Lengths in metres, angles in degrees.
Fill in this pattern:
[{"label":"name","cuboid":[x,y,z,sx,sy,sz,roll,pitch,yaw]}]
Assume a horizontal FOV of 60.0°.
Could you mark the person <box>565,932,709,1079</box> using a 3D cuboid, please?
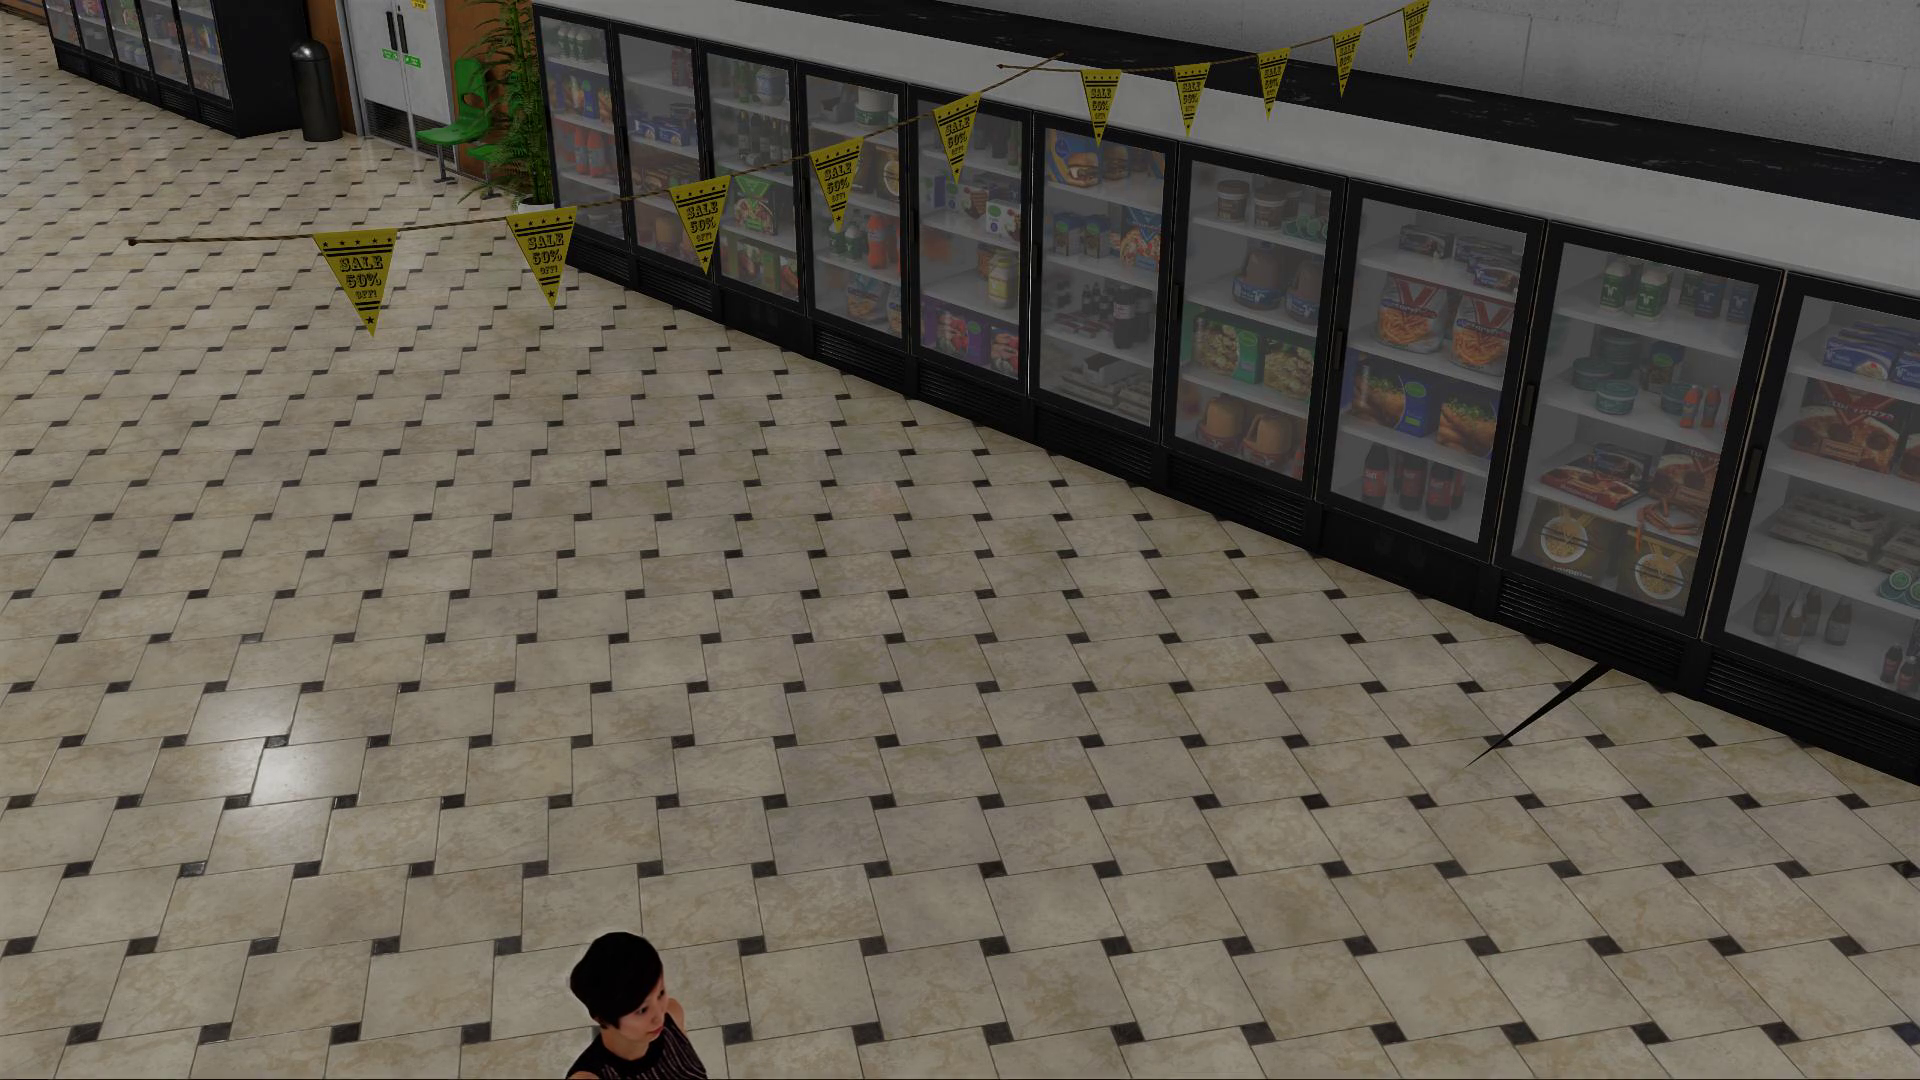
[{"label":"person","cuboid":[-0.764,1.594,4.020,0.714,1.603,0.572,11,29,21]}]
